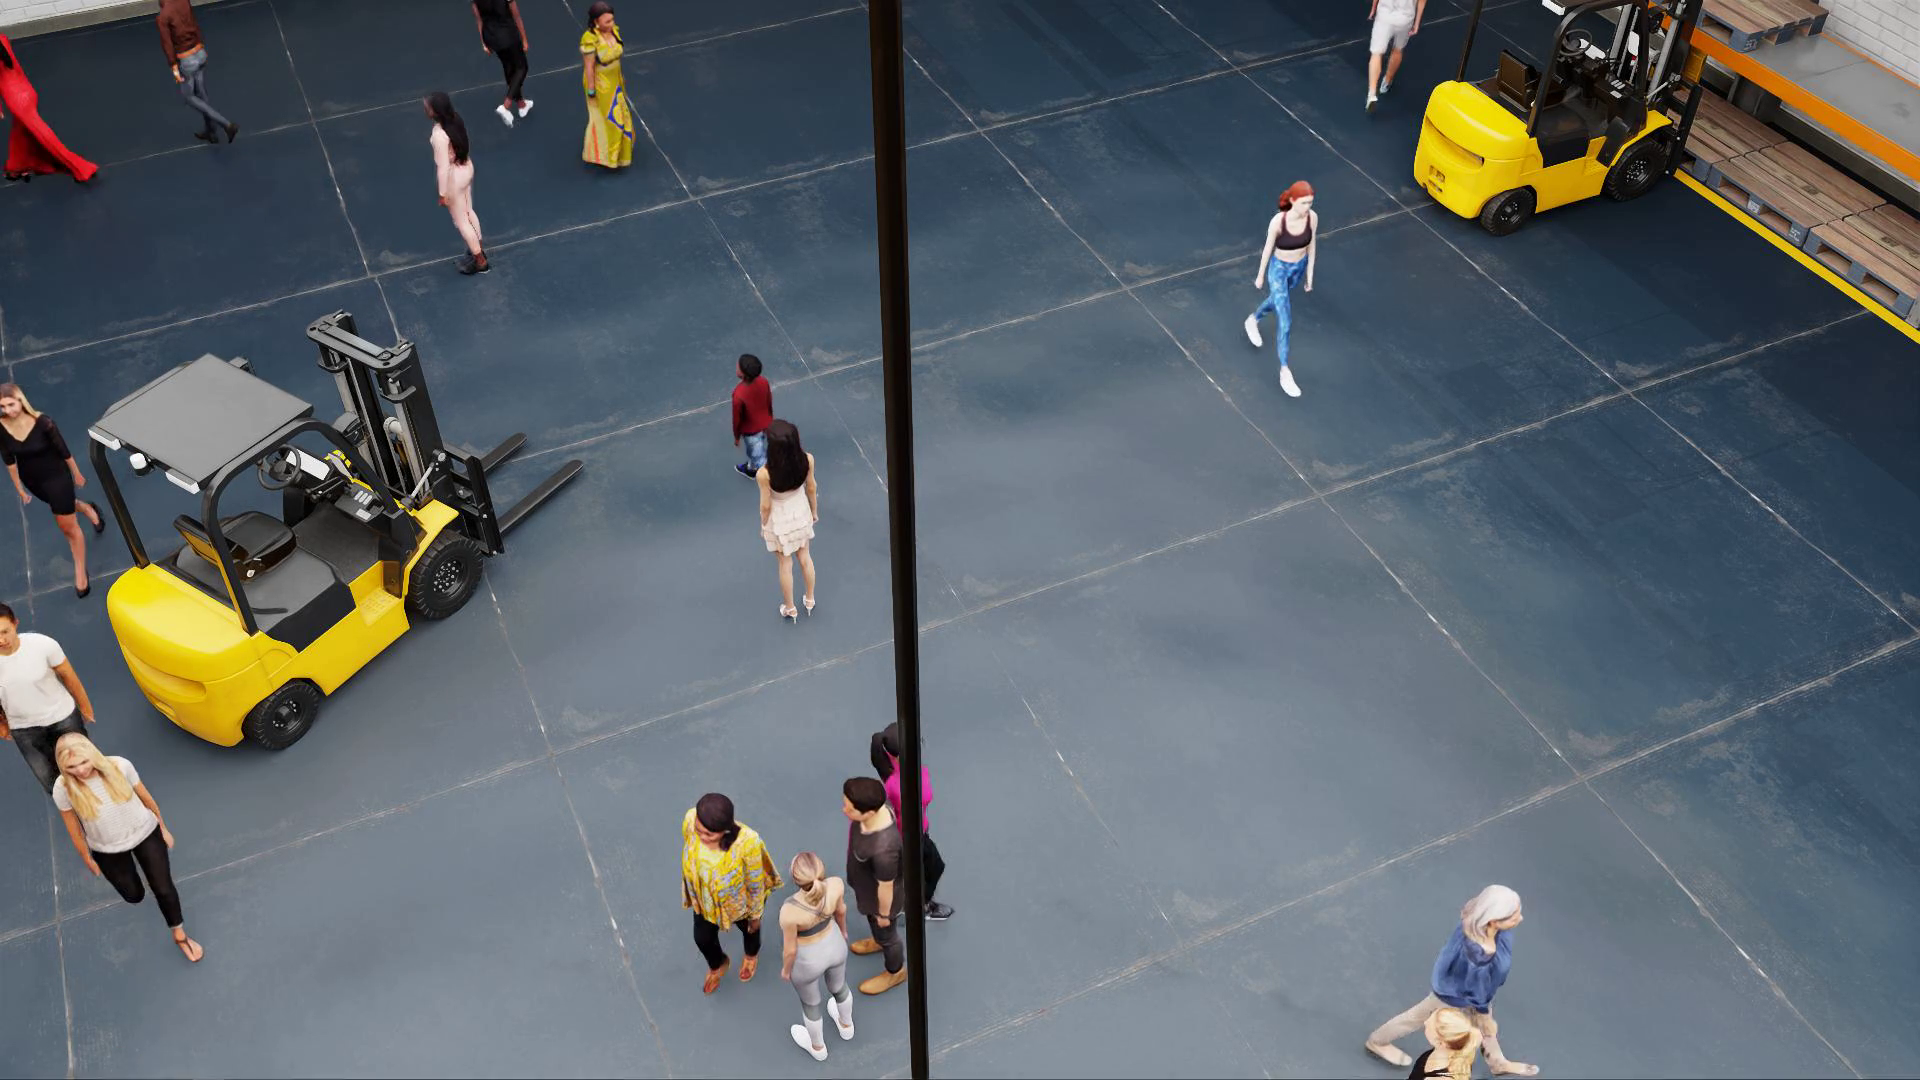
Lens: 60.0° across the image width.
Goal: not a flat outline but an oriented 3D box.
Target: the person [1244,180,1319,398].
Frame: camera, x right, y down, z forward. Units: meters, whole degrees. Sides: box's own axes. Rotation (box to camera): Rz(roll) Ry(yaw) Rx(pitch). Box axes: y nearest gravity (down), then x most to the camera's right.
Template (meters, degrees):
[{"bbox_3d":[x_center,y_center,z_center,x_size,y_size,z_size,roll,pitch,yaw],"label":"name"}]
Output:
[{"bbox_3d":[2.559,-2.126,13.286,0.617,1.733,1.230,-14,45,-14],"label":"person"}]

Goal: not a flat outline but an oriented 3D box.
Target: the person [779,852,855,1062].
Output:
[{"bbox_3d":[-0.754,2.184,8.776,0.620,1.703,0.609,-29,51,-27],"label":"person"}]

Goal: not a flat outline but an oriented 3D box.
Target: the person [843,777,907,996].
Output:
[{"bbox_3d":[-0.440,1.859,9.110,0.721,1.713,0.544,-9,44,-9],"label":"person"}]

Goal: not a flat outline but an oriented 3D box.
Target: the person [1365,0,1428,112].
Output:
[{"bbox_3d":[4.259,-5.111,16.342,1.110,1.830,1.245,9,44,10],"label":"person"}]

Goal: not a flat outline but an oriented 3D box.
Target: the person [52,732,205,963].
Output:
[{"bbox_3d":[-4.676,1.635,9.276,0.759,1.809,1.015,-29,51,-27],"label":"person"}]

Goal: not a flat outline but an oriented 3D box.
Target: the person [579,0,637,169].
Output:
[{"bbox_3d":[-3.334,-4.272,15.602,1.039,1.645,0.986,15,46,15],"label":"person"}]

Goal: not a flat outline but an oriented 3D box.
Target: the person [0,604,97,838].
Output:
[{"bbox_3d":[-5.503,0.989,9.975,0.708,1.790,0.717,-23,48,-22],"label":"person"}]

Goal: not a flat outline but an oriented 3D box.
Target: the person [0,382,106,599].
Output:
[{"bbox_3d":[-6.326,-0.455,11.593,0.789,1.639,1.132,-5,44,-5],"label":"person"}]

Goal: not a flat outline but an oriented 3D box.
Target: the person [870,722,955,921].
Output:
[{"bbox_3d":[-0.400,1.626,9.378,0.715,1.691,0.649,-10,45,-10],"label":"person"}]

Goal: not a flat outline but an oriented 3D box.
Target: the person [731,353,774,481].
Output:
[{"bbox_3d":[-1.468,-0.825,12.276,0.930,1.232,0.744,28,50,26],"label":"person"}]

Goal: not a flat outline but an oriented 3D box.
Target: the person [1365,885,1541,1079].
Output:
[{"bbox_3d":[2.516,2.315,8.690,1.180,1.643,1.087,16,46,17],"label":"person"}]

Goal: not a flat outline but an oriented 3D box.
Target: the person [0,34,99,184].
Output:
[{"bbox_3d":[-8.513,-3.984,15.231,0.947,1.740,1.181,-3,44,-3],"label":"person"}]

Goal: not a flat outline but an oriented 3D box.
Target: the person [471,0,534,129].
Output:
[{"bbox_3d":[-4.455,-4.807,16.108,0.957,1.712,1.060,10,45,10],"label":"person"}]

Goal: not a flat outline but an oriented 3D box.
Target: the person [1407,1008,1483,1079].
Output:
[{"bbox_3d":[2.277,2.844,7.999,1.141,1.821,0.986,23,48,22],"label":"person"}]

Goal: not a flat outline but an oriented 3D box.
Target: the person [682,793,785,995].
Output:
[{"bbox_3d":[-1.229,1.871,9.150,0.871,1.641,0.929,13,45,13],"label":"person"}]

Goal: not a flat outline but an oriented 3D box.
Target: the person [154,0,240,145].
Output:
[{"bbox_3d":[-7.252,-4.534,15.782,1.016,1.766,0.954,15,46,15],"label":"person"}]

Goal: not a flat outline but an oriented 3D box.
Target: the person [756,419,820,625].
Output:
[{"bbox_3d":[-1.145,-0.116,11.166,0.574,1.736,0.528,-20,47,-20],"label":"person"}]

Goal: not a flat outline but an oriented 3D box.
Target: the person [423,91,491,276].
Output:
[{"bbox_3d":[-4.328,-3.104,14.323,0.792,1.708,0.660,12,45,12],"label":"person"}]
